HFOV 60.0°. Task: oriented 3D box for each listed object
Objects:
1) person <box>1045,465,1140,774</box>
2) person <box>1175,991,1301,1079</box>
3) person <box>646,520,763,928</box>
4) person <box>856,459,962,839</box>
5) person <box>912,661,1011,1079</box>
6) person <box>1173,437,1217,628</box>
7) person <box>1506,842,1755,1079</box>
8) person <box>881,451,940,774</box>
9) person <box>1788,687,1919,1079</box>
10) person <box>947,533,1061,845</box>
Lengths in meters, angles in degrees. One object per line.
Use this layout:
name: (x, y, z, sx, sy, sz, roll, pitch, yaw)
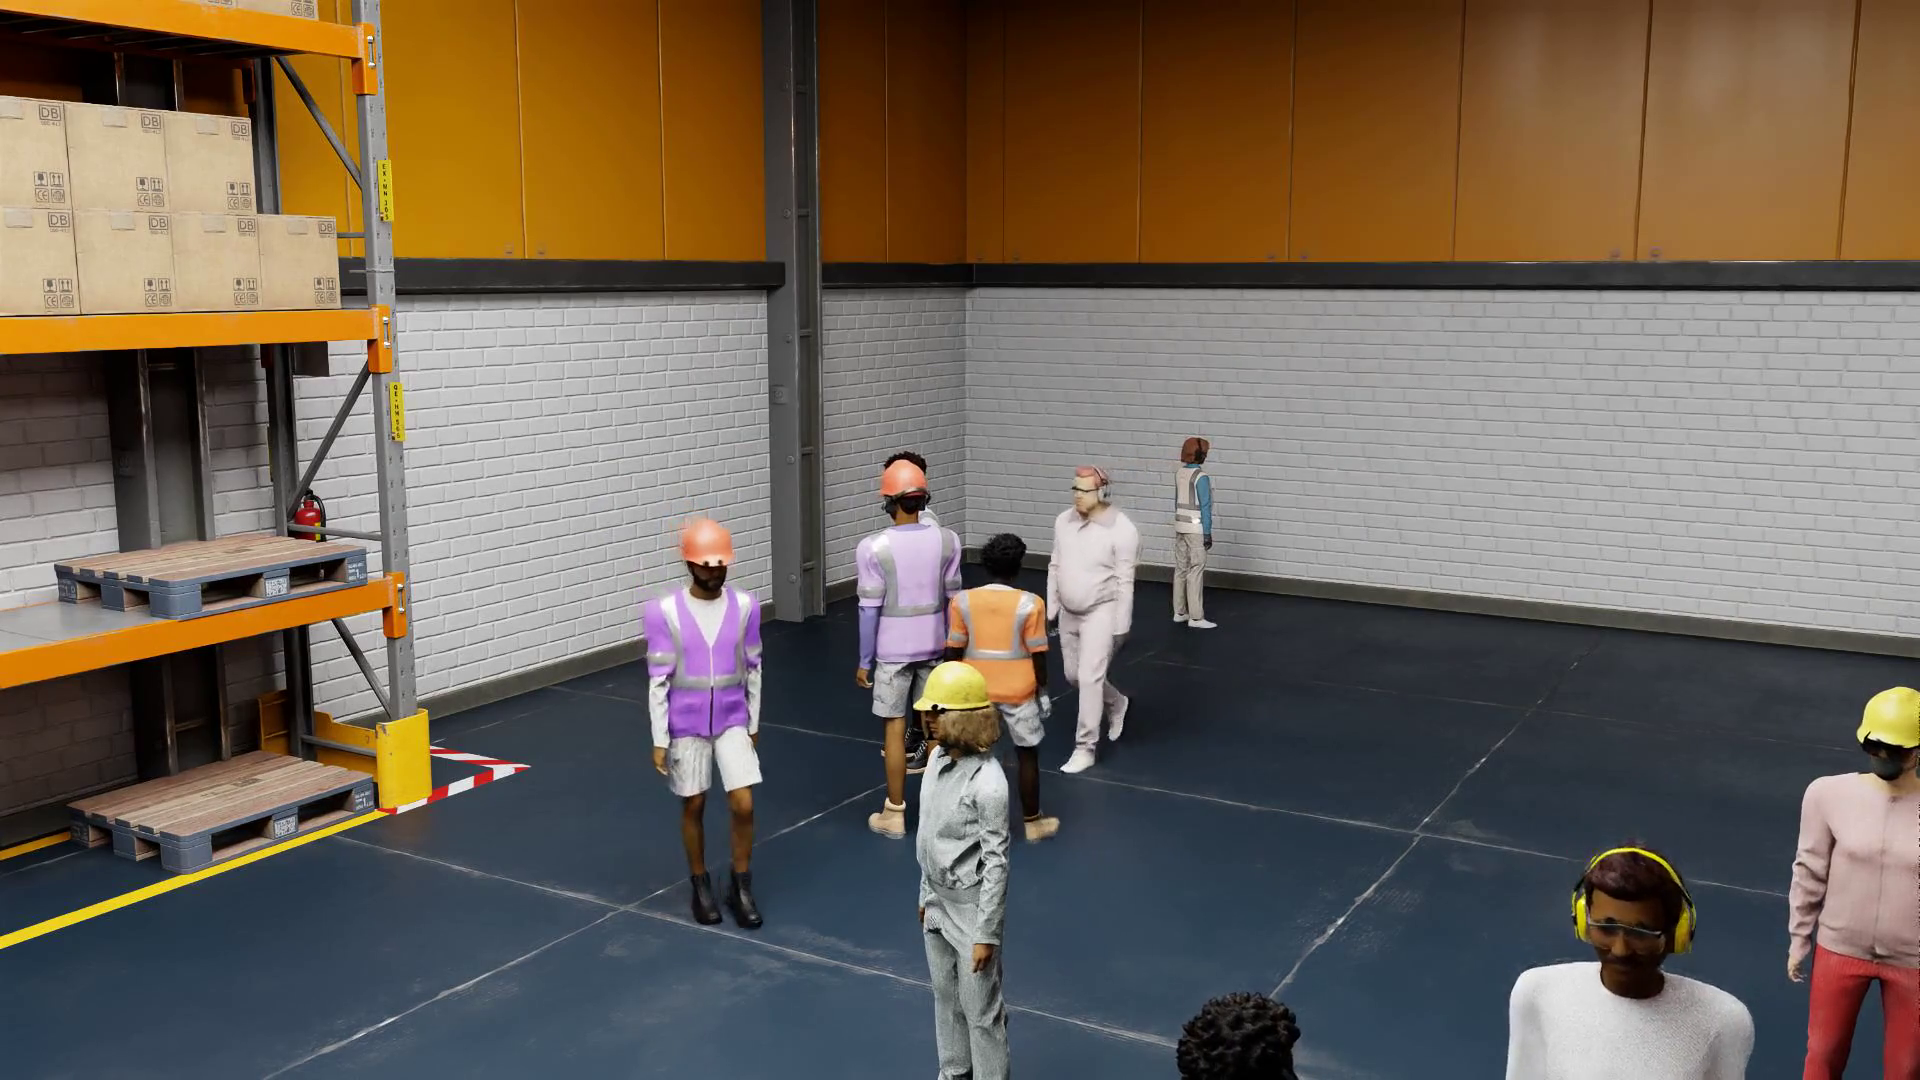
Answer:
person: (0.859, 0.455, 10.321, 0.797, 1.882, 0.651, -9, 12, -43)
person: (0.503, 1.684, 3.174, 0.322, 1.697, 0.532, -8, 12, -42)
person: (-1.148, 0.860, 7.629, 0.557, 1.916, 0.599, -3, 10, -19)
person: (-0.287, 0.586, 8.952, 0.606, 2.046, 0.369, -5, 10, -27)
person: (-0.012, 1.265, 5.651, 0.297, 1.744, 0.487, -5, 10, -29)
person: (1.999, -0.062, 14.263, 0.307, 1.639, 0.513, -4, 10, -22)
person: (1.407, 1.556, 3.579, 0.575, 1.839, 0.786, 4, 10, 26)
person: (-0.285, 0.435, 10.146, 0.362, 1.961, 0.613, -3, 9, -16)
person: (2.904, 1.318, 5.254, 0.530, 1.765, 0.326, 5, 11, 31)
person: (0.227, 0.800, 8.769, 0.595, 1.678, 0.483, 3, 10, 17)
